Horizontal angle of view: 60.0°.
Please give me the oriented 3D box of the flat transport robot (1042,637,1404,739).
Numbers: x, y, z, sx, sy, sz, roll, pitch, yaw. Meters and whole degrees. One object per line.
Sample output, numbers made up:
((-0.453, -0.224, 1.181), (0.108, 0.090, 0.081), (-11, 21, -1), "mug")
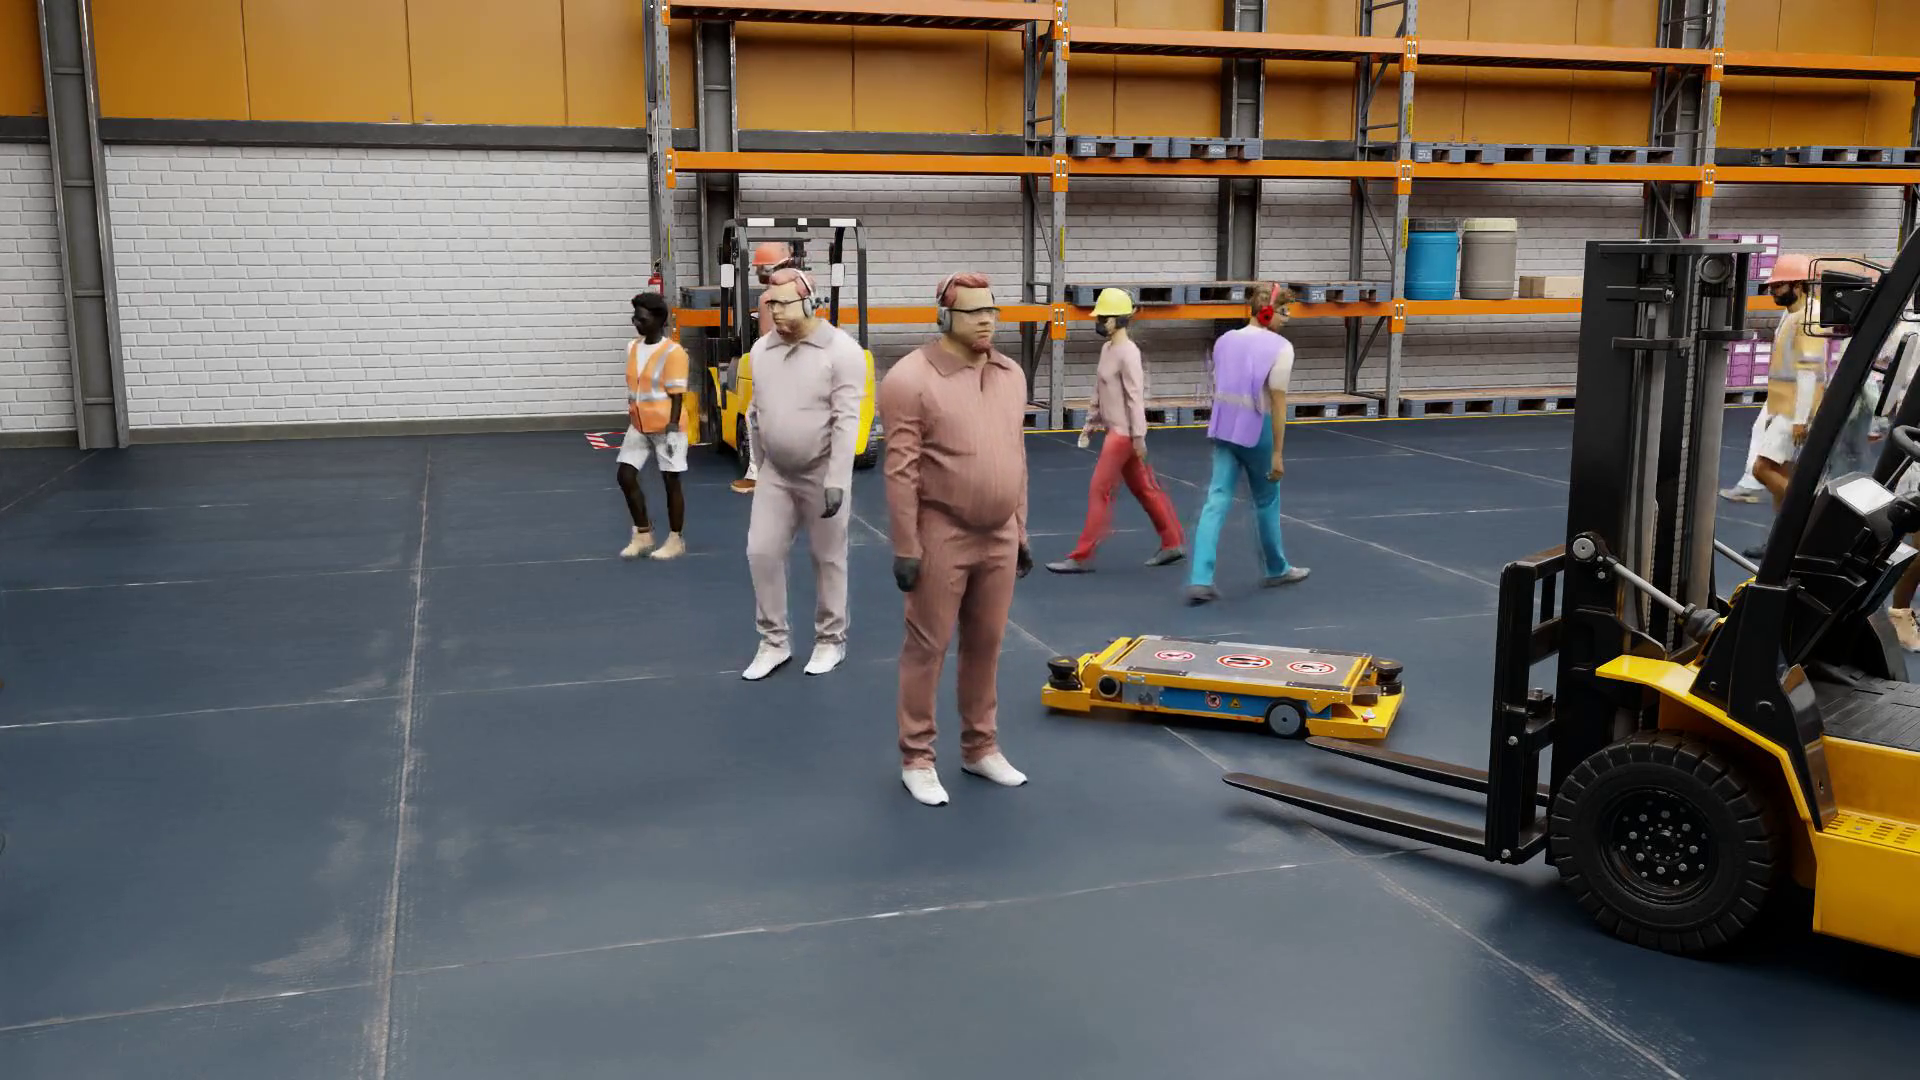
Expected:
((1.131, 0.605, 7.109), (1.431, 0.197, 0.652), (4, 11, 21), "flat transport robot")

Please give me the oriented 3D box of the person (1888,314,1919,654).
((4.750, -0.428, 8.083), (0.634, 2.007, 0.403), (-6, 12, -29), "person")

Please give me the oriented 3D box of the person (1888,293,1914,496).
((6.679, -0.967, 11.397), (0.838, 1.856, 0.595), (1, 10, 6), "person")

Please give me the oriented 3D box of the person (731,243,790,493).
((-1.494, -1.342, 13.115), (0.771, 1.965, 0.633), (5, 11, 25), "person")

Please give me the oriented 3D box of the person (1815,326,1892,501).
((6.143, -0.826, 11.318), (0.808, 1.590, 0.494), (4, 11, 23), "person")

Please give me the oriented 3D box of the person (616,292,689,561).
((-1.932, -0.685, 10.288), (0.557, 1.678, 0.521), (7, 13, 35), "person")

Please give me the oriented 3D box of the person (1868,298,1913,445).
((9.082, -1.797, 15.836), (0.486, 1.906, 0.761), (-7, 13, -35), "person")

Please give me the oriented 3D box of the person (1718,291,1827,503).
((6.119, -1.149, 12.411), (0.835, 1.850, 0.565), (0, 10, 1), "person")

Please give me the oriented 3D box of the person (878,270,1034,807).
((0.019, -0.010, 5.995), (0.648, 1.906, 0.404), (-8, 13, -38), "person")

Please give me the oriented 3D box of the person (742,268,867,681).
((-0.743, -0.279, 7.563), (0.641, 1.880, 0.676), (5, 11, 24), "person")

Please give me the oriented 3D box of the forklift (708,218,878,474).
((-1.522, -1.778, 14.899), (1.214, 2.155, 2.313), (-3, 11, -17), "forklift")

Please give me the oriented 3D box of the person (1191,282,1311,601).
((1.617, -0.549, 9.322), (0.992, 1.775, 0.614), (-9, 14, -42), "person")

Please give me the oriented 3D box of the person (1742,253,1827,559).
((5.112, -0.805, 10.315), (0.404, 1.918, 0.564), (3, 11, 15), "person")

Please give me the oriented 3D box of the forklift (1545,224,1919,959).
((2.909, 0.117, 4.508), (2.313, 2.155, 1.214), (9, 14, 40), "forklift")

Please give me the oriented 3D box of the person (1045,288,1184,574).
((0.987, -0.658, 10.064), (0.897, 1.723, 0.529), (-1, 10, -6), "person")
